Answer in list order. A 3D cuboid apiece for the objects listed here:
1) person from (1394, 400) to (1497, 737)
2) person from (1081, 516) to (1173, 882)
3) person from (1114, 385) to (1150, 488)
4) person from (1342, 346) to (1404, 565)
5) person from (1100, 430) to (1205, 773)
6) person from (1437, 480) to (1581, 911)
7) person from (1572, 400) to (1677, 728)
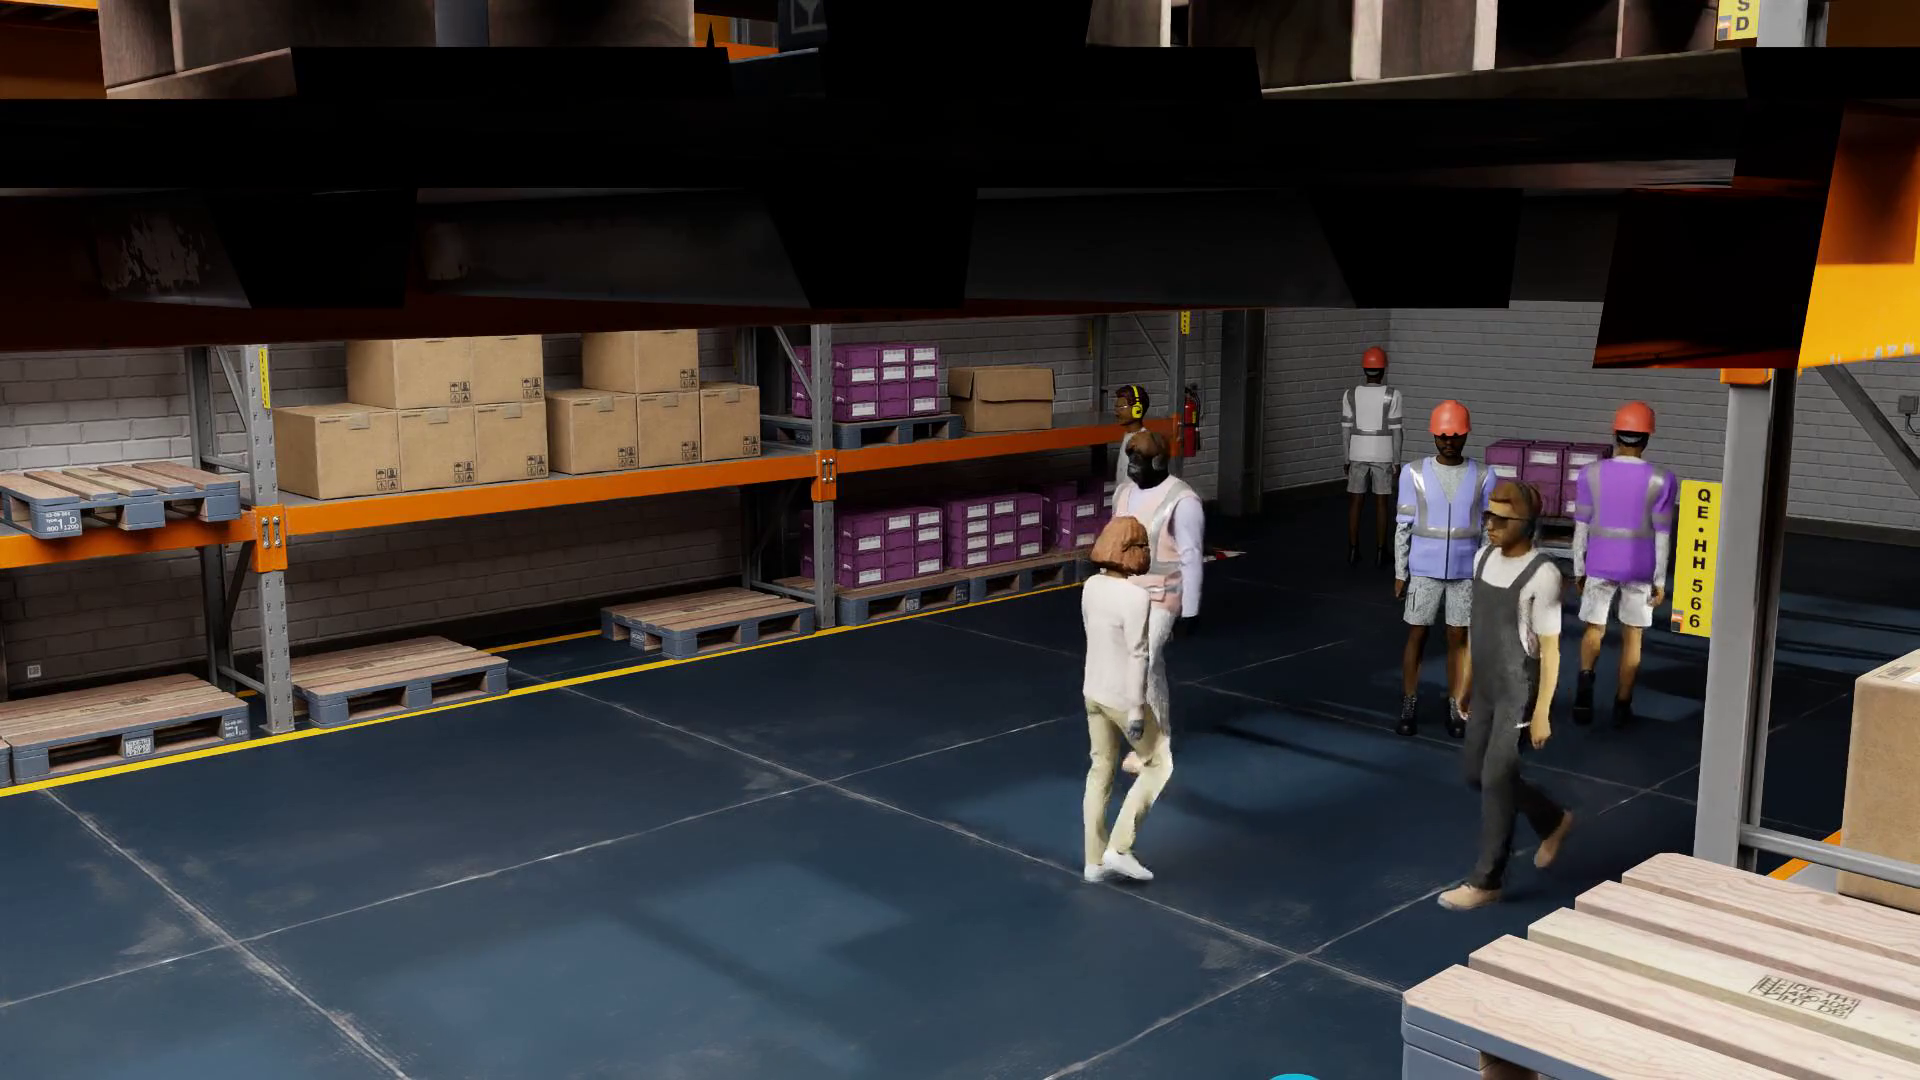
[{"bbox_3d":[2.750,0.170,9.445,0.551,1.935,0.375,2,10,10],"label":"person"},{"bbox_3d":[0.709,0.699,7.232,0.403,1.618,0.512,-5,11,-26],"label":"person"},{"bbox_3d":[1.195,-0.128,11.396,0.309,1.868,0.535,-3,10,-16],"label":"person"},{"bbox_3d":[3.667,-0.747,14.803,0.545,1.942,0.350,5,11,27],"label":"person"},{"bbox_3d":[0.947,0.328,8.851,0.562,1.821,0.643,-5,11,-29],"label":"person"},{"bbox_3d":[2.352,0.643,6.995,0.657,1.829,0.530,-3,10,-17],"label":"person"},{"bbox_3d":[3.763,0.167,9.503,0.543,1.926,0.633,6,11,30],"label":"person"}]
